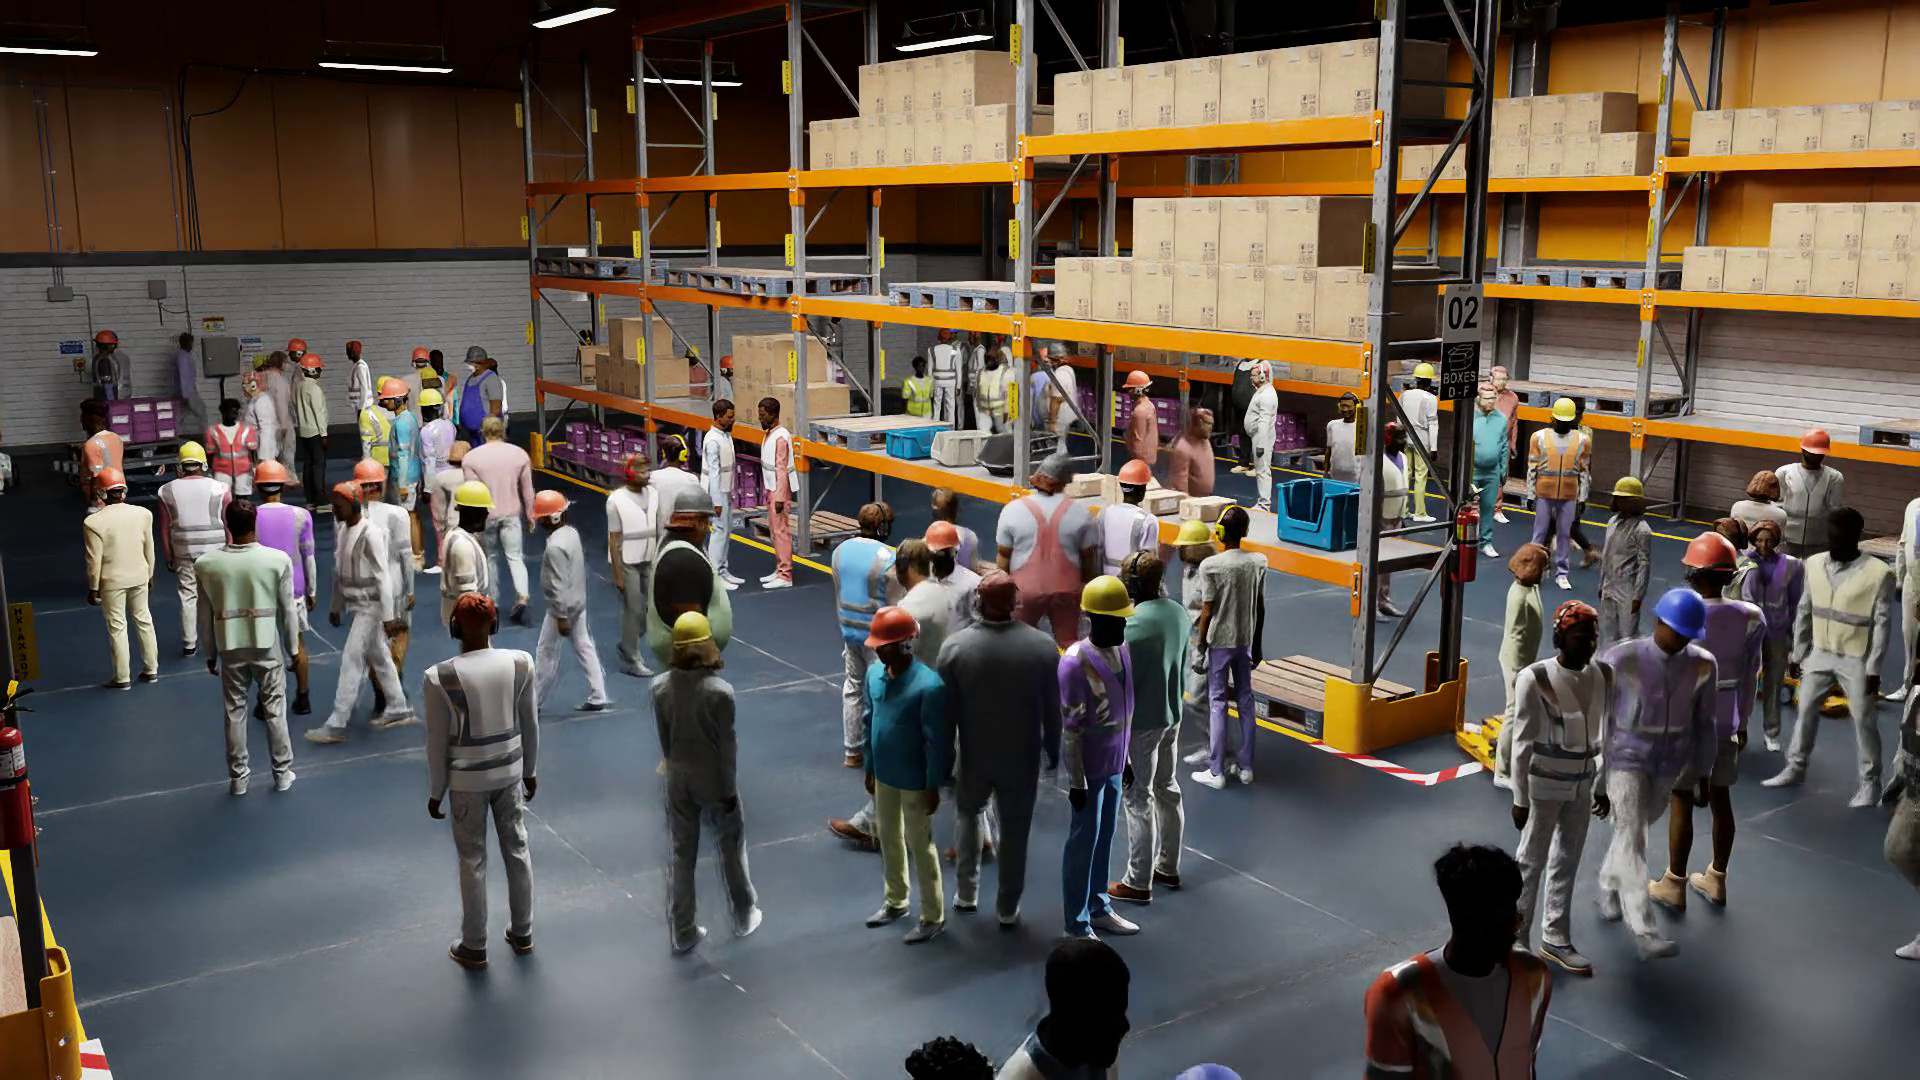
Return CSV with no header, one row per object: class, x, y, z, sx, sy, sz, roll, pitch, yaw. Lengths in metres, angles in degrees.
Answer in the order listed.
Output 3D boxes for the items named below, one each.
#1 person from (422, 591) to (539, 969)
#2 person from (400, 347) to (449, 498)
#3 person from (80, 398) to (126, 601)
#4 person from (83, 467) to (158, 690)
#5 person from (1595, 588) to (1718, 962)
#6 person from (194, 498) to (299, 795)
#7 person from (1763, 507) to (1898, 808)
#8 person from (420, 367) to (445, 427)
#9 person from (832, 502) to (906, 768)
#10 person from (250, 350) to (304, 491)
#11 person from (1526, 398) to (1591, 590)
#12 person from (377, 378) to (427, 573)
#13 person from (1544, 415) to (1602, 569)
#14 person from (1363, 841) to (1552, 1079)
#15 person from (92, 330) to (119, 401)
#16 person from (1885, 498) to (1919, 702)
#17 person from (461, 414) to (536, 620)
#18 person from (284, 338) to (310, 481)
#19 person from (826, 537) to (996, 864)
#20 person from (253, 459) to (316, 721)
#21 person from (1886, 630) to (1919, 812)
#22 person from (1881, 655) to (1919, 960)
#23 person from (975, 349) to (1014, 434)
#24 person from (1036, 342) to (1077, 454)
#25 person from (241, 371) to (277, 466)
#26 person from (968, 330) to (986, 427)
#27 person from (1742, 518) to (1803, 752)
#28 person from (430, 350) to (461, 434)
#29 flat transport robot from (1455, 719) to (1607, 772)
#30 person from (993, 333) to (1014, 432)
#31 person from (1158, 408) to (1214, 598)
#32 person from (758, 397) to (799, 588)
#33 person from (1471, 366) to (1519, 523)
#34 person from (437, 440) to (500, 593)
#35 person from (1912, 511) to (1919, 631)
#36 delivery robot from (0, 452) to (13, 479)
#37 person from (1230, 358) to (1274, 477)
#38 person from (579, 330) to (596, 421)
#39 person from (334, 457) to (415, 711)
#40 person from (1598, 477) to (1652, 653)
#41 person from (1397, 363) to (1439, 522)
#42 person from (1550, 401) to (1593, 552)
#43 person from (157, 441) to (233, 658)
person,-2.355,1.178,8.228,0.576,1.883,0.354,-9,14,-39
person,-7.029,-1.533,21.849,0.618,1.986,0.408,-4,12,-17
person,-8.283,-0.397,16.083,0.367,1.962,0.606,-1,11,-7
person,-6.590,0.300,13.056,0.326,1.752,0.559,7,13,30
person,3.490,1.146,8.417,0.657,1.870,0.998,-1,11,-4
person,-4.546,0.688,10.662,0.586,1.914,0.399,-3,11,-14
person,5.572,0.723,10.536,0.425,1.907,0.612,-6,13,-29
person,-6.899,-1.399,21.804,0.321,1.738,0.486,3,11,15
person,-0.568,0.654,11.046,0.629,1.836,0.429,10,15,41
person,-9.191,-1.572,22.236,0.759,1.915,0.657,-10,15,-43
person,5.928,-0.459,16.512,0.585,1.920,0.374,2,11,11
person,-5.782,-0.659,17.252,0.405,2.035,0.606,-2,11,-12
person,6.318,-0.492,17.330,0.763,1.664,0.539,3,11,15
person,1.435,1.806,4.799,0.615,1.964,0.361,-4,12,-21
person,-12.440,-2.044,24.324,0.404,2.037,0.606,-8,13,-35
person,7.292,0.341,12.488,0.399,1.895,0.657,-4,12,-18
person,-4.190,-0.196,15.247,0.659,1.897,0.858,-6,13,-28
person,-9.207,-1.826,23.313,0.384,1.993,0.622,-6,13,-28
person,-0.258,0.930,9.569,1.031,1.863,0.697,1,11,4
person,-5.049,0.364,12.299,0.552,1.923,0.390,-7,13,-31
person,6.161,0.832,10.273,0.992,1.784,0.564,-3,11,-14
person,4.866,1.302,8.249,0.408,1.617,0.534,-1,11,-3
person,0.469,-1.839,23.917,0.616,1.793,0.938,4,12,21
person,1.275,-1.634,22.216,0.537,2.000,0.703,4,12,17
person,-8.170,-1.015,19.394,0.403,1.906,0.652,-5,12,-24
person,0.287,-2.543,27.293,0.363,1.878,0.584,-1,11,-5
person,5.553,0.650,11.577,0.525,1.630,0.323,4,12,19
person,-6.990,-1.591,22.310,0.392,1.919,0.591,10,15,41
flat transport robot,4.205,1.372,11.372,1.431,0.197,0.652,-1,11,-6
person,0.731,-2.568,27.534,0.385,1.838,0.566,1,11,4
person,2.152,-0.334,16.041,0.809,1.864,0.768,10,15,41
person,-1.822,-0.480,16.657,0.402,1.909,0.599,-3,12,-17
person,6.429,-1.143,20.045,0.639,1.909,0.409,-2,11,-10
person,-4.641,-0.147,15.703,0.512,1.602,0.726,0,11,0
person,7.185,0.377,11.983,0.621,2.021,0.864,3,12,17
delivery robot,-13.110,-1.018,22.634,0.477,0.478,0.707,-6,12,-28
person,4.118,-1.932,23.738,0.536,2.000,0.683,-7,13,-33
person,-6.016,-2.495,27.100,0.327,1.861,0.498,-5,12,-22
person,-4.344,0.343,12.385,0.555,1.924,0.423,-2,11,-9
person,5.027,0.381,12.657,0.282,1.746,0.493,-3,11,-13
person,5.569,-1.180,20.183,0.382,1.924,0.594,-7,13,-32
person,6.726,-0.703,18.363,0.539,1.685,0.325,-3,11,-14
person,-6.395,0.084,13.998,0.591,1.823,0.404,-3,12,-17
